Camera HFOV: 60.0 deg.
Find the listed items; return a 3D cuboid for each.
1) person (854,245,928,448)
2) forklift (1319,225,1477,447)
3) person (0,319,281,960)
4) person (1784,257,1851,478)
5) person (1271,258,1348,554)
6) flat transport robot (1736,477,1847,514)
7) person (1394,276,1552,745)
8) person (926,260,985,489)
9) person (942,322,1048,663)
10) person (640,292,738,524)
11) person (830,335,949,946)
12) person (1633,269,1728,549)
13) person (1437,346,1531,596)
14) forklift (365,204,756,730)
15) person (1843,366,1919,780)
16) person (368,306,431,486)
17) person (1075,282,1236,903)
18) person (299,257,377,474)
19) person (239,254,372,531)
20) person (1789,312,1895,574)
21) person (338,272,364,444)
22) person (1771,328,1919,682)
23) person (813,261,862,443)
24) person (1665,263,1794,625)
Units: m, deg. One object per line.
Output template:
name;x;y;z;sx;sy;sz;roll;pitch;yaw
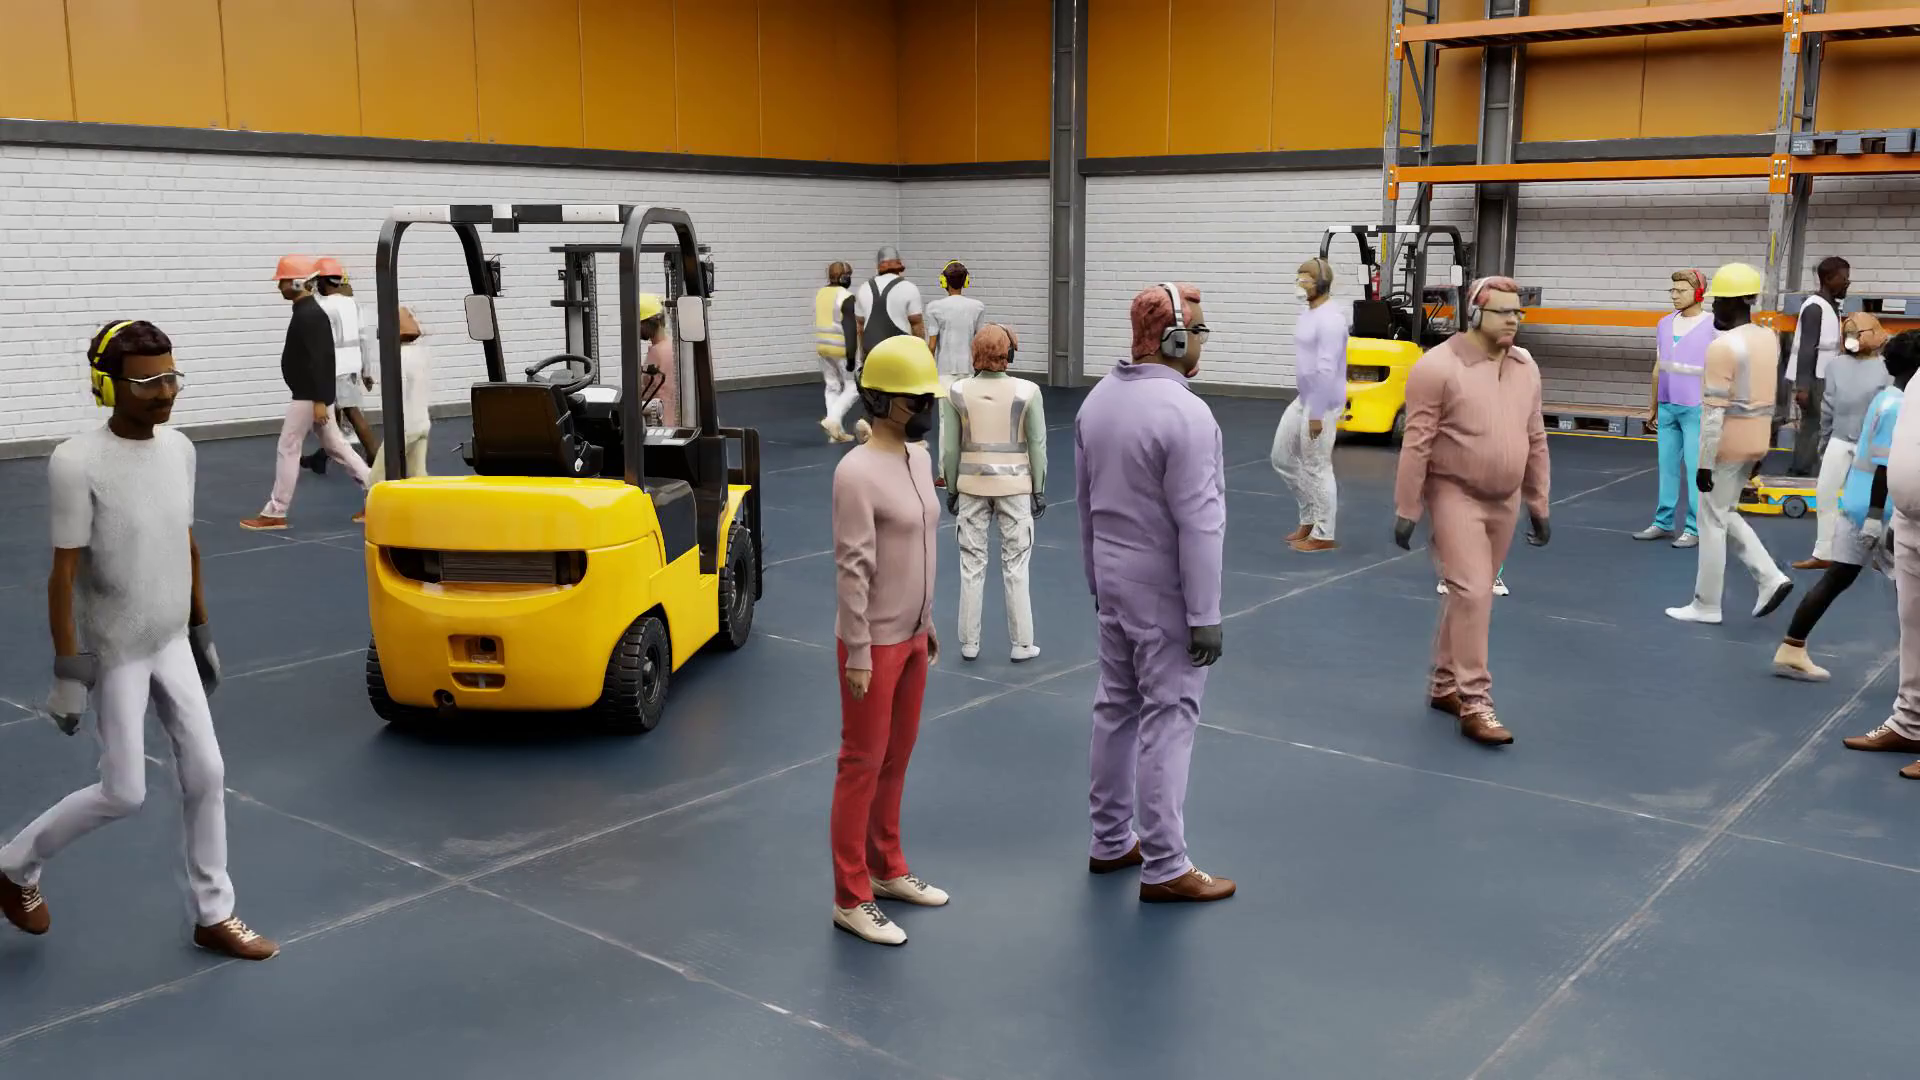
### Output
person;-0.683;-1.857;15.989;0.763;2.000;0.779;6;12;28
forklift;4.449;-2.115;16.993;1.214;2.155;2.313;8;13;38
person;-2.365;0.296;4.662;0.770;1.835;0.574;3;11;16
person;6.630;-1.222;12.838;0.459;1.903;0.628;8;13;38
person;2.267;-0.855;10.767;0.458;1.918;0.652;-1;10;-4
flat transport robot;6.521;-0.319;12.369;1.431;0.197;0.652;3;11;18
person;2.199;-0.122;6.807;0.681;1.879;0.785;-5;11;-26
person;-0.042;-1.353;13.659;0.514;1.876;0.328;-3;11;-15
person;0.167;-0.220;8.024;0.514;1.642;0.310;2;10;13
person;-1.754;-0.674;10.313;0.611;1.719;0.537;-3;11;-18
person;-0.187;0.285;4.889;0.330;1.765;0.533;4;11;23
person;4.836;-0.871;11.066;0.373;1.843;0.571;-4;11;-23
person;2.991;-0.557;9.541;0.525;1.772;0.309;1;10;6
forklift;-1.766;-0.406;7.525;1.214;2.155;2.313;1;10;7
person;3.727;-0.041;6.323;0.400;1.901;0.643;0;10;1
person;-3.637;-0.693;10.725;0.541;1.611;0.523;0;10;2
person;0.624;0.163;5.170;0.407;1.906;0.655;-5;11;-26
person;-5.351;-1.461;14.246;0.982;1.882;0.555;2;10;12
person;-4.571;-1.050;11.794;1.030;1.947;0.638;-3;11;-18
person;5.492;-0.579;10.138;0.475;1.603;0.543;-6;12;-32
person;-6.203;-1.833;16.683;0.485;1.744;0.295;10;14;43
person;4.189;-0.134;7.512;0.905;1.644;0.544;4;11;21
person;-1.223;-1.865;16.638;0.452;1.830;0.632;-10;14;-43
person;4.054;-0.481;8.701;0.603;1.915;0.512;-8;13;-37
